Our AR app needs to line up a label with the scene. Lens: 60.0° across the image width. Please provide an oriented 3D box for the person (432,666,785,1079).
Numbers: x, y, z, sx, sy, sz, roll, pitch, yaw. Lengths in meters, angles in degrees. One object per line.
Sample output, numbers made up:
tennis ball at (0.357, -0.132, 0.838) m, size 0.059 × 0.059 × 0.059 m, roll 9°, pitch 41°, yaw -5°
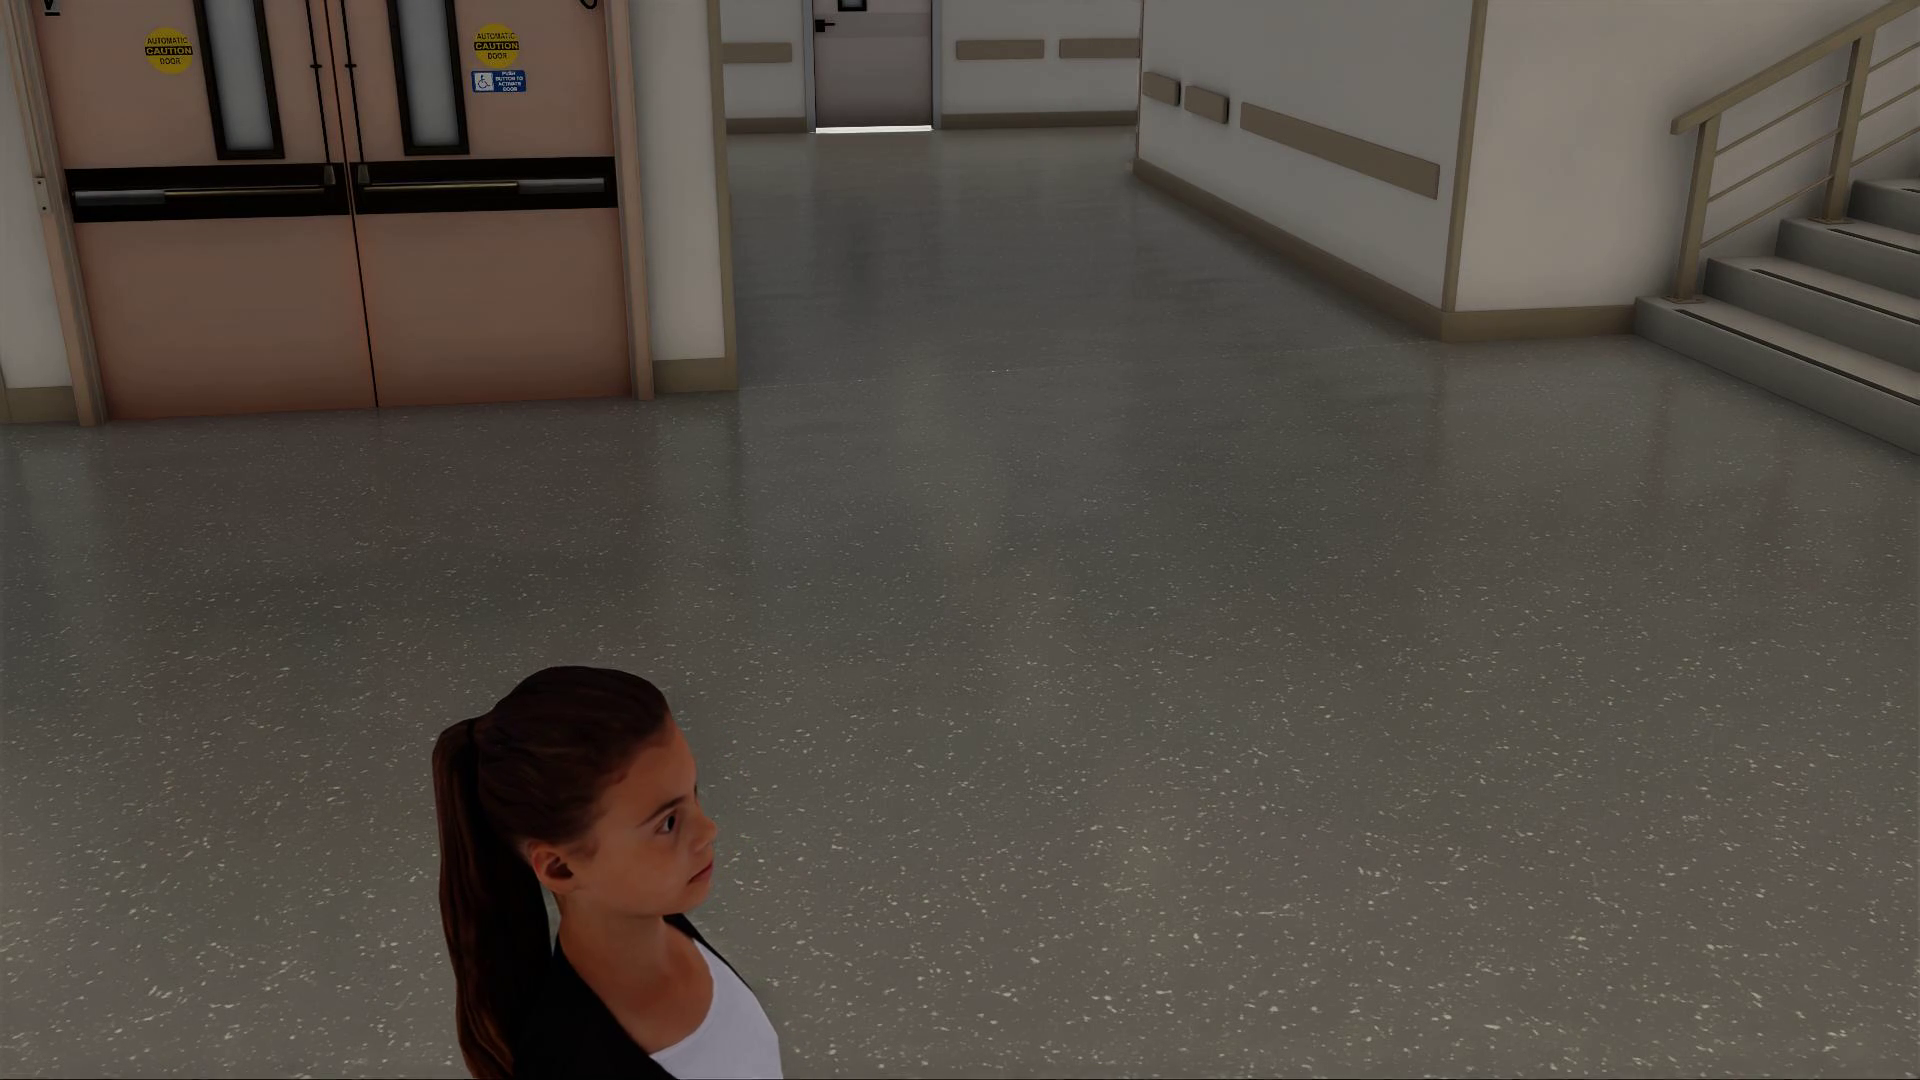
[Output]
person at (-0.315, 0.842, 1.712) m, size 0.613 × 1.556 × 0.585 m, roll 1°, pitch 21°, yaw 3°
